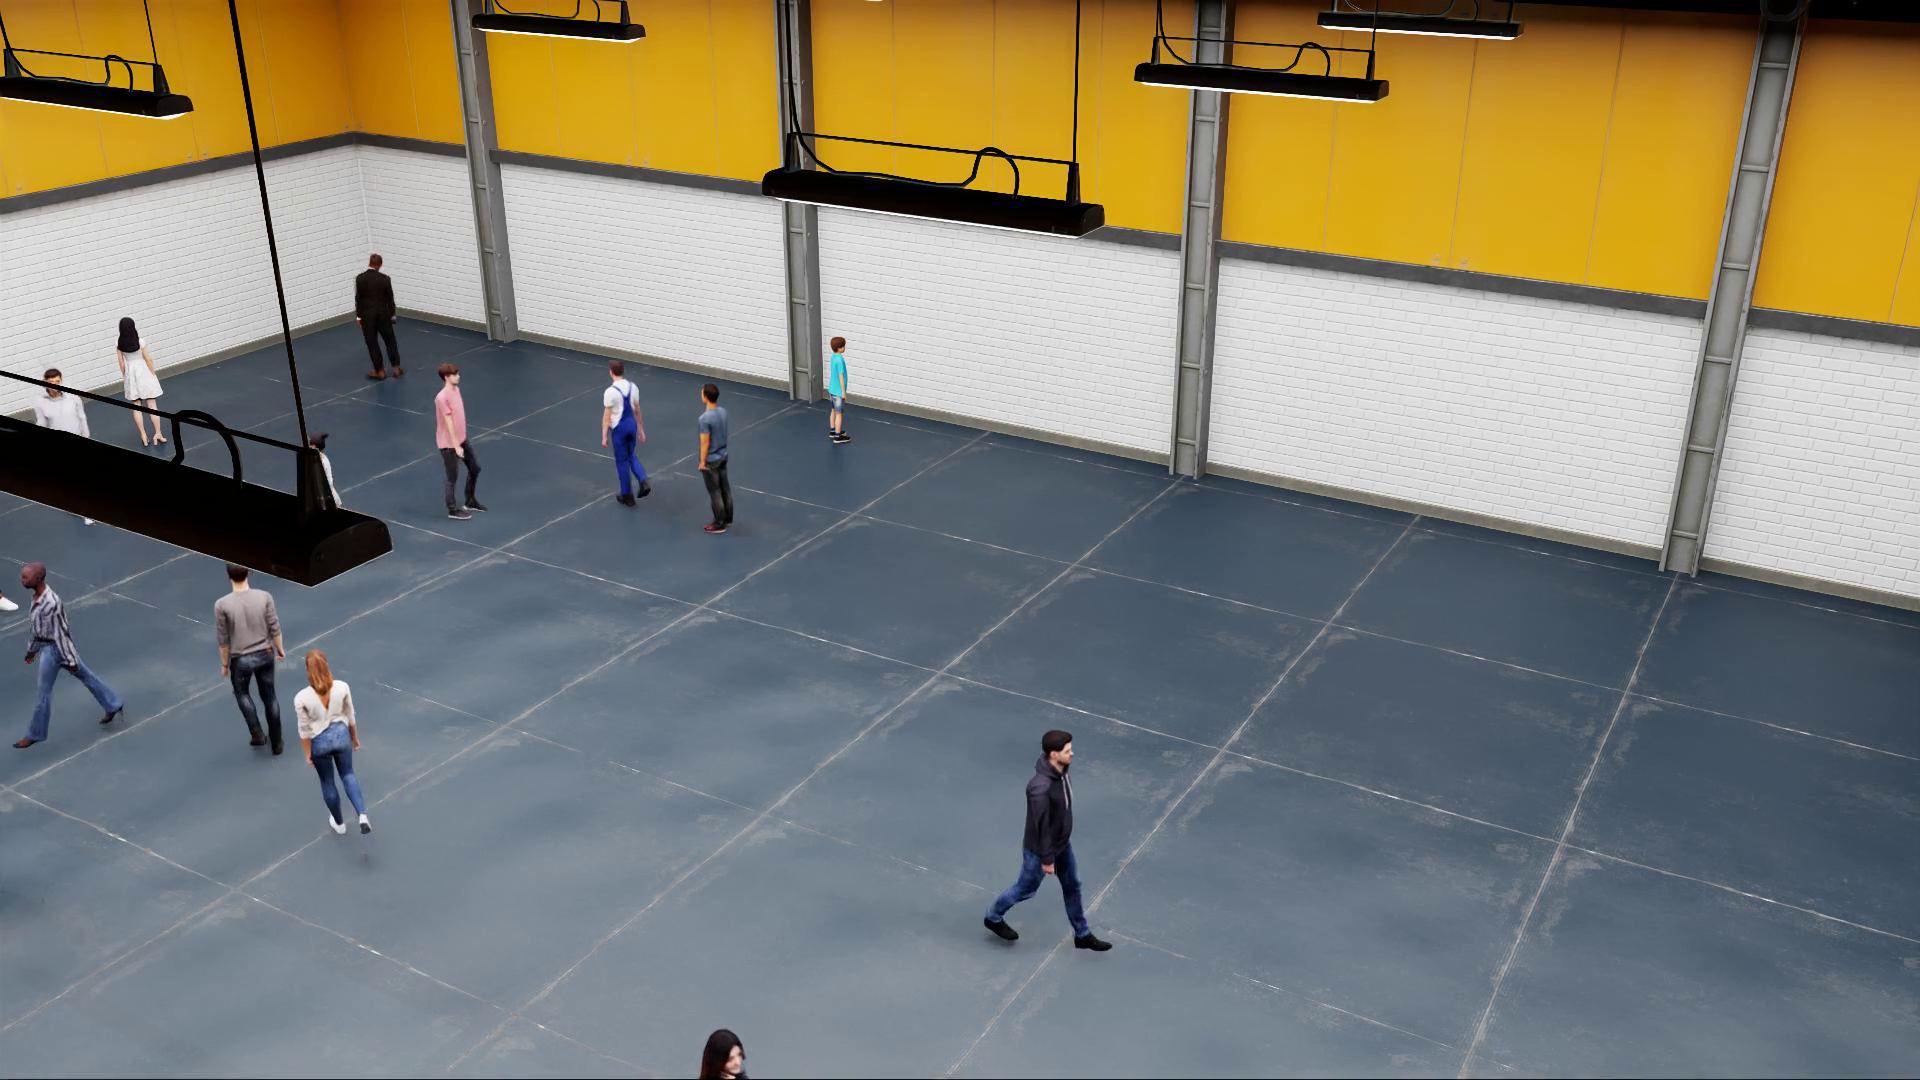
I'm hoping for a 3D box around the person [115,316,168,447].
[{"bbox_3d":[-10.973,-2.129,22.247,0.756,1.775,0.833,-2,24,-6],"label":"person"}]

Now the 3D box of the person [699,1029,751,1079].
[{"bbox_3d":[-1.335,3.501,9.548,0.677,1.631,0.703,4,24,9],"label":"person"}]

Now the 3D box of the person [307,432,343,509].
[{"bbox_3d":[-7.043,-0.443,18.643,1.119,1.572,1.013,-4,24,-9],"label":"person"}]

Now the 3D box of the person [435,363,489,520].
[{"bbox_3d":[-6.132,-1.169,19.841,0.764,1.943,0.732,5,24,11],"label":"person"}]

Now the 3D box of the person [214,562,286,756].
[{"bbox_3d":[-6.268,1.081,14.763,0.815,1.888,0.812,-14,27,-28],"label":"person"}]

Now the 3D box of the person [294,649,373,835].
[{"bbox_3d":[-5.106,1.710,13.551,0.807,1.705,0.972,-17,29,-34],"label":"person"}]

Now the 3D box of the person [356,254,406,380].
[{"bbox_3d":[-8.755,-3.329,24.857,0.864,1.883,0.871,20,30,37],"label":"person"}]

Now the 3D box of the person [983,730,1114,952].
[{"bbox_3d":[0.538,2.217,12.216,1.257,1.846,0.798,9,25,20],"label":"person"}]

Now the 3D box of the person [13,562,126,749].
[{"bbox_3d":[-8.102,1.012,15.116,0.986,1.732,1.223,-19,30,-36],"label":"person"}]

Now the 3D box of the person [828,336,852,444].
[{"bbox_3d":[-1.661,-2.052,22.479,0.648,1.448,0.571,-9,25,-20],"label":"person"}]

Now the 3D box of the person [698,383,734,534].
[{"bbox_3d":[-2.882,-0.974,19.562,0.552,1.810,0.665,11,26,23],"label":"person"}]

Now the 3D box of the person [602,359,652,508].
[{"bbox_3d":[-4.018,-1.280,20.232,0.806,1.834,0.722,18,30,36],"label":"person"}]

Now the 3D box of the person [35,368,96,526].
[{"bbox_3d":[-10.675,-1.133,19.843,1.098,1.876,1.356,-14,27,-29],"label":"person"}]
